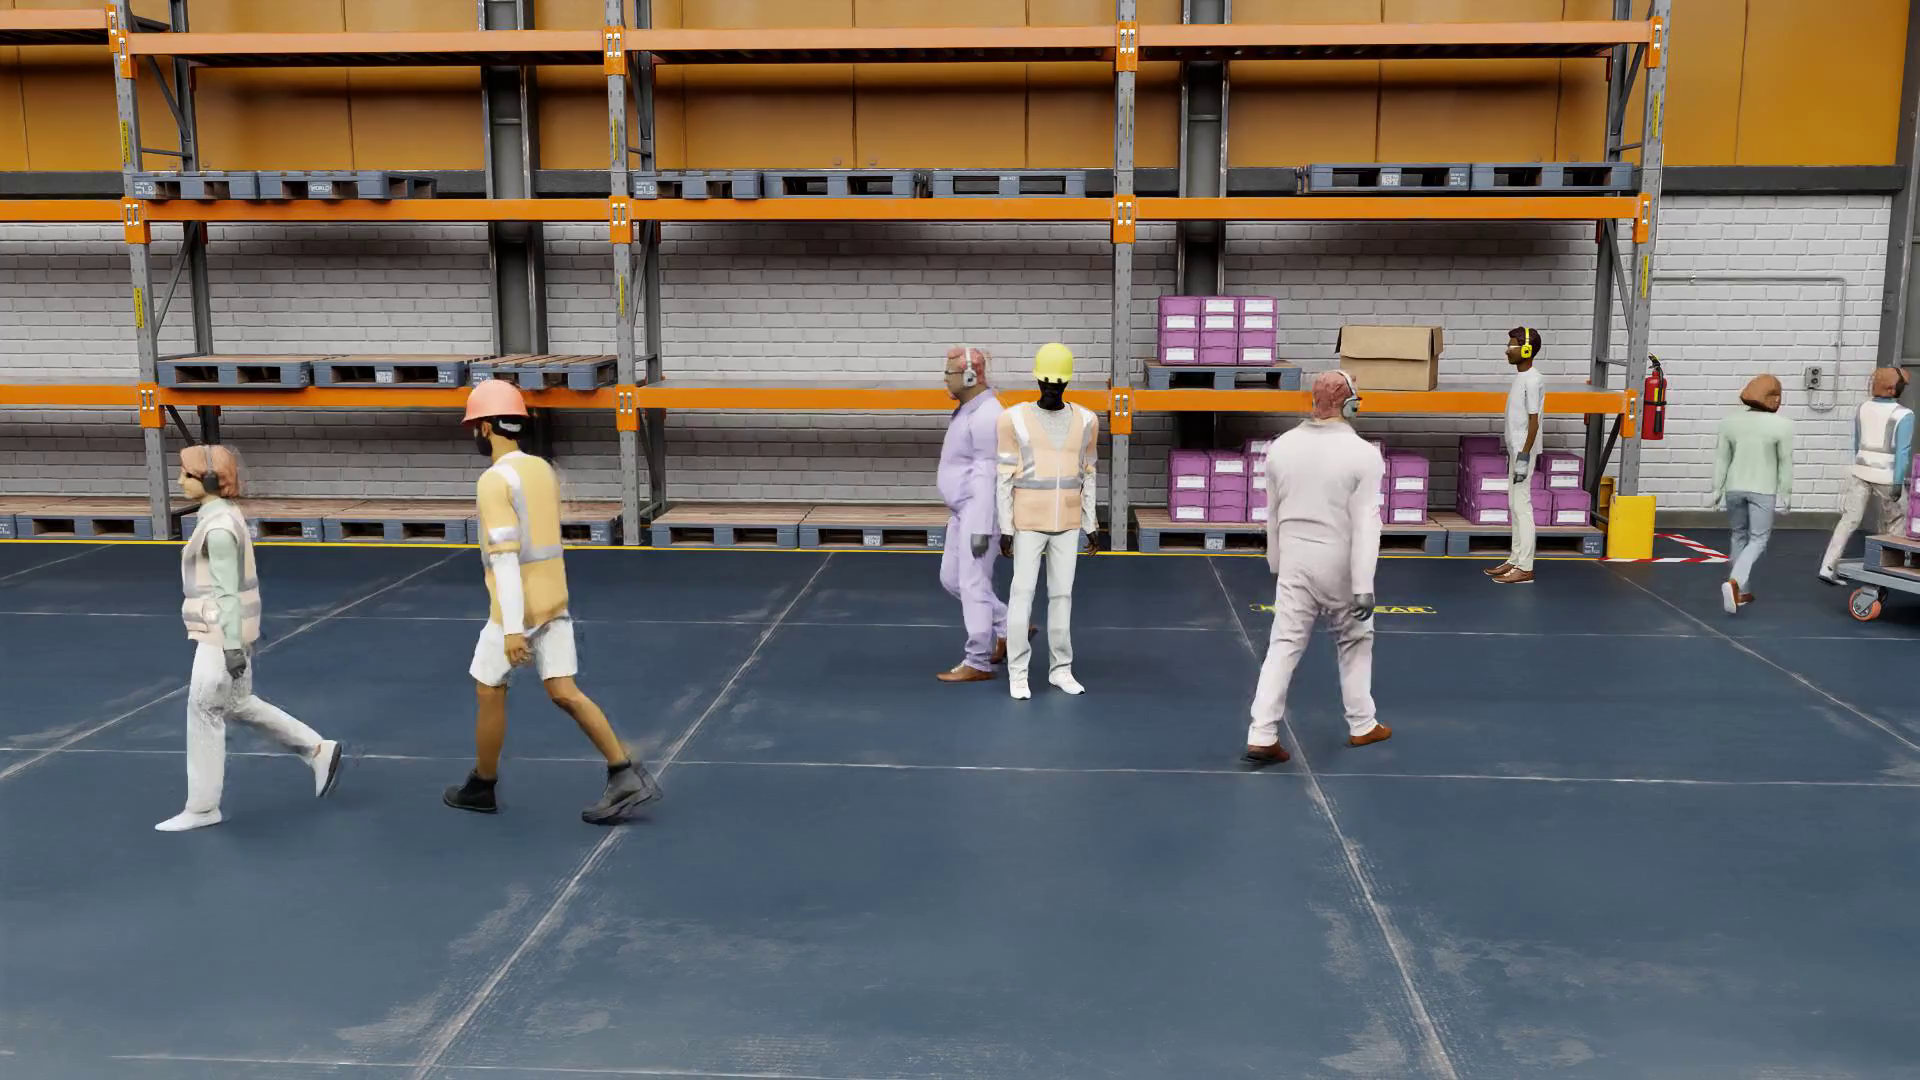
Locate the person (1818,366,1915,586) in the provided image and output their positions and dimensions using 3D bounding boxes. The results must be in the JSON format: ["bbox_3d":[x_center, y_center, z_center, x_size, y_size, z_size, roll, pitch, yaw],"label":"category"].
[{"bbox_3d":[6.601,-0.452,11.984,0.852,1.598,0.514,-4,10,-22],"label":"person"}]

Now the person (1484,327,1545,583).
[{"bbox_3d":[4.077,-0.618,12.158,0.329,1.872,0.508,1,10,9],"label":"person"}]

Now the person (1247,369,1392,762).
[{"bbox_3d":[1.712,0.125,7.859,0.981,1.863,0.657,-9,14,-44],"label":"person"}]

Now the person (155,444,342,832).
[{"bbox_3d":[-3.020,0.394,6.960,0.683,1.618,0.522,-4,10,-20],"label":"person"}]

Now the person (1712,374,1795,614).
[{"bbox_3d":[5.278,-0.312,11.133,0.708,1.603,0.504,-9,13,-43],"label":"person"}]

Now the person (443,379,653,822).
[{"bbox_3d":[-1.765,0.268,6.986,0.963,1.882,0.603,3,10,19],"label":"person"}]

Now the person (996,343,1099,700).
[{"bbox_3d":[0.482,-0.100,8.979,0.585,1.920,0.383,-3,10,-18],"label":"person"}]

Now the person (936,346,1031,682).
[{"bbox_3d":[0.109,-0.137,9.303,0.474,1.890,0.647,-2,10,-11],"label":"person"}]
